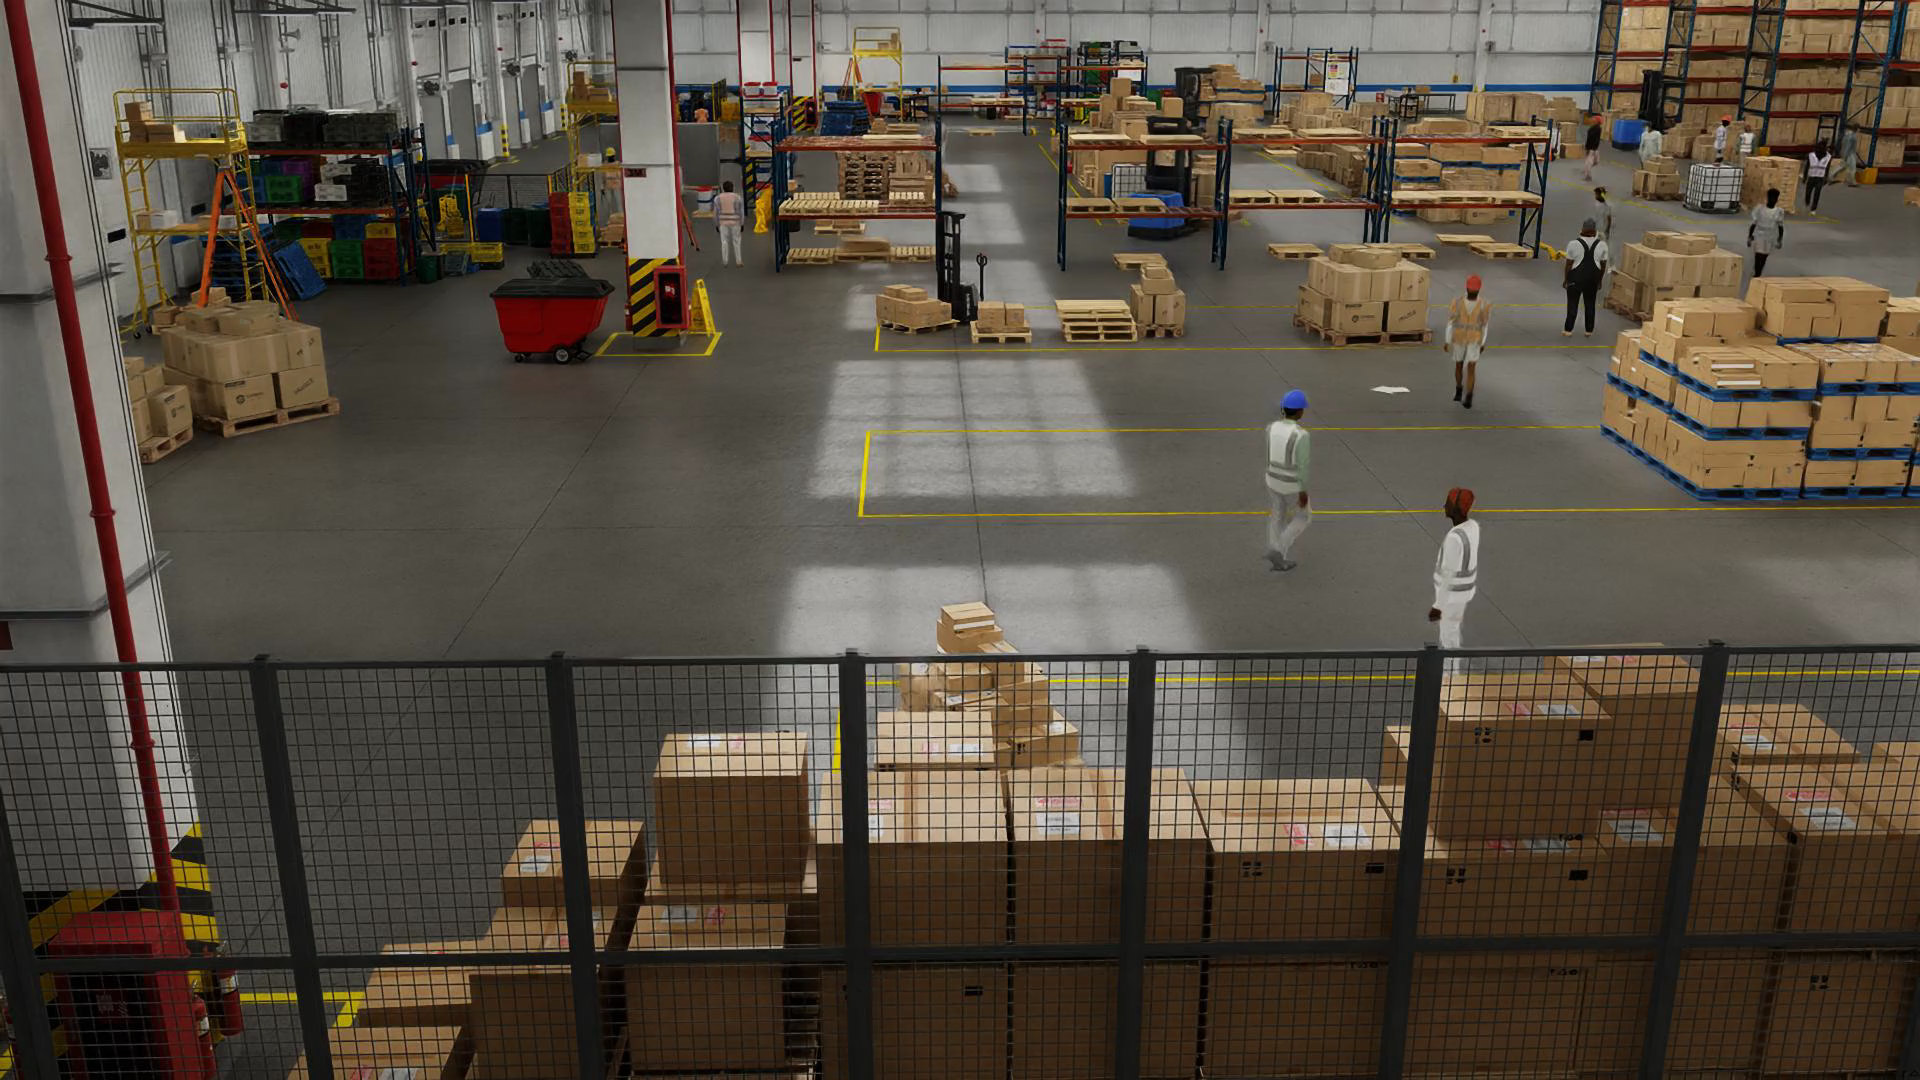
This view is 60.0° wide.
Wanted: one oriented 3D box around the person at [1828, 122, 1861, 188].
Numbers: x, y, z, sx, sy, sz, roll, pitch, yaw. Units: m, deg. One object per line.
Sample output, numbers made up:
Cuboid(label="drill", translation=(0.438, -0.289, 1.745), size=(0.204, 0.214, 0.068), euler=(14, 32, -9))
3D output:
Cuboid(label="person", translation=(26.292, -11.423, 49.294), size=(0.918, 1.899, 0.636), euler=(11, 21, 29))

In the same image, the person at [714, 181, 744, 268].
Cuboid(label="person", translation=(-4.892, -6.704, 35.370), size=(0.619, 1.839, 0.430), euler=(0, 19, 1))

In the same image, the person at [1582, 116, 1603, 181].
Cuboid(label="person", translation=(19.284, -11.913, 50.615), size=(0.646, 1.968, 0.474), euler=(-14, 23, -35))

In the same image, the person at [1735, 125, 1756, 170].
Cuboid(label="person", translation=(24.311, -12.056, 51.596), size=(0.521, 1.607, 0.748), euler=(-1, 19, -2))

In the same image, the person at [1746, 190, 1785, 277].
Cuboid(label="person", translation=(16.106, -6.005, 33.171), size=(0.614, 1.915, 0.975), euler=(1, 19, 3))

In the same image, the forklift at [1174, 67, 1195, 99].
Cuboid(label="forklift", translation=(8.189, -15.896, 61.028), size=(1.873, 2.768, 1.129), euler=(14, 23, 36))

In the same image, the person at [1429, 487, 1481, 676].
Cuboid(label="person", translation=(4.146, 0.459, 14.056), size=(0.385, 1.882, 0.579), euler=(11, 21, 29))

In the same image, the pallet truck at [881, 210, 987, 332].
Cuboid(label="pallet truck", translation=(-0.493, -4.759, 29.349), size=(1.885, 1.965, 0.823), euler=(-13, 23, -34))

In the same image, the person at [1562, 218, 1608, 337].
Cuboid(label="person", translation=(10.682, -4.506, 28.533), size=(0.687, 2.000, 0.535), euler=(2, 19, 6))

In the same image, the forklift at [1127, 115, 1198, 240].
Cuboid(label="forklift", translation=(4.854, -8.645, 39.518), size=(1.129, 2.768, 1.873), euler=(10, 21, 28))

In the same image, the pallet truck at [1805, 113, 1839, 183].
Cuboid(label="pallet truck", translation=(26.403, -11.957, 50.702), size=(0.823, 1.965, 1.885), euler=(6, 19, 16))

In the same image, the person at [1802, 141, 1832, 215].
Cuboid(label="person", translation=(22.419, -9.498, 43.553), size=(0.619, 1.903, 0.468), euler=(7, 20, 21))

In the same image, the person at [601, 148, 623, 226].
Cuboid(label="person", translation=(-8.659, -8.810, 41.479), size=(0.593, 1.922, 0.384), euler=(1, 19, 4))

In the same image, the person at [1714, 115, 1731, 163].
Cuboid(label="person", translation=(23.501, -12.137, 51.361), size=(0.390, 1.928, 0.575), euler=(11, 21, 29))

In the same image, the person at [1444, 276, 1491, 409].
Cuboid(label="person", translation=(7.259, -2.848, 23.852), size=(0.569, 1.883, 0.993), euler=(7, 20, 20))

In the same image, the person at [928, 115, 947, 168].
Cuboid(label="person", translation=(-0.672, -12.212, 51.590), size=(0.639, 1.913, 0.670), euler=(-5, 19, -15))

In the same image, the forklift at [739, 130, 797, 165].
Cuboid(label="forklift", translation=(-6.391, -13.889, 55.073), size=(1.873, 2.768, 1.129), euler=(-1, 19, -1))

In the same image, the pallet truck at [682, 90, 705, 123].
Cuboid(label="pallet truck", translation=(-9.671, -15.907, 62.421), size=(0.823, 1.965, 1.885), euler=(5, 19, 15))

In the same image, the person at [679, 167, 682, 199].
Cuboid(label="person", translation=(-7.091, -8.554, 40.794), size=(0.605, 1.887, 0.974), euler=(-12, 22, -32))

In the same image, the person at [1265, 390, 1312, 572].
Cuboid(label="person", translation=(3.372, -0.589, 17.070), size=(0.433, 1.933, 0.636), euler=(-10, 21, -27))

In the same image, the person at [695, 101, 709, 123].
Cuboid(label="person", translation=(-9.368, -15.076, 60.425), size=(0.530, 1.693, 0.321), euler=(-5, 19, -15))

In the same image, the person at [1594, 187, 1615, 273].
Cuboid(label="person", translation=(13.405, -6.428, 34.606), size=(0.938, 1.814, 0.606), euler=(-8, 20, -23))

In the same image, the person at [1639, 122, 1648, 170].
Cuboid(label="person", translation=(21.400, -12.143, 51.749), size=(0.540, 1.679, 0.625), euler=(-13, 23, -35))

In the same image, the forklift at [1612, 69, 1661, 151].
Cuboid(label="forklift", translation=(24.567, -15.373, 59.477), size=(1.873, 2.768, 1.129), euler=(0, 19, 1))

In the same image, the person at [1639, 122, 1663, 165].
Cuboid(label="person", translation=(20.407, -11.375, 49.137), size=(0.489, 1.903, 0.765), euler=(-15, 24, -38))
